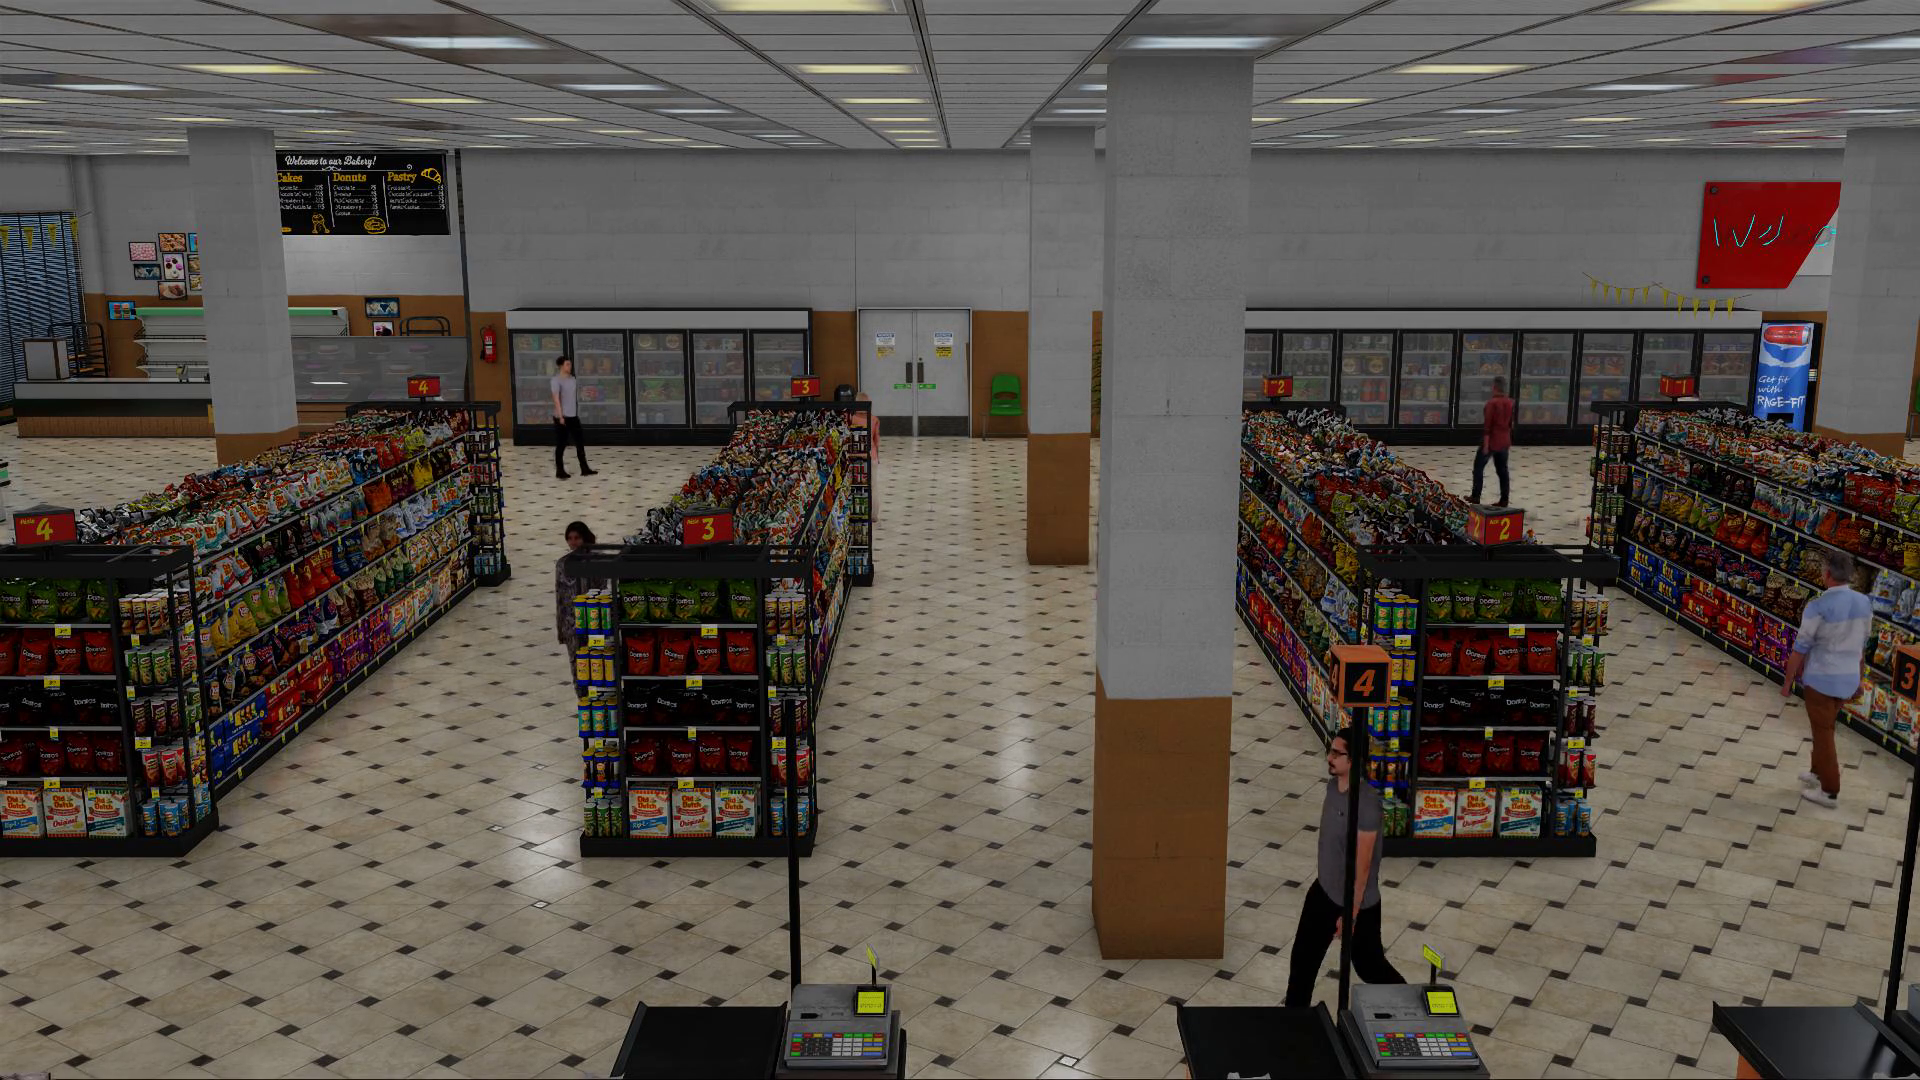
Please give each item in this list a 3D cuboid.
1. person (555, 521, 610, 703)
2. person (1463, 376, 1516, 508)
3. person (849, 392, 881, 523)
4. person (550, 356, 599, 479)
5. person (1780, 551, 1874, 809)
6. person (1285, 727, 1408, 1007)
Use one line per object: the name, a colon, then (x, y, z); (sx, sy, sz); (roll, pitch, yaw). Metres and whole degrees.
person: (-3.035, 0.679, 13.533); (0.570, 1.704, 0.702); (0, 12, 0)
person: (7.391, -1.307, 22.724); (0.946, 1.804, 1.081); (-5, 13, -24)
person: (-1.265, -1.091, 21.893); (0.654, 1.724, 0.613); (-4, 12, -16)
person: (-6.031, -1.849, 25.200); (1.031, 1.845, 1.015); (8, 14, 34)
person: (6.207, 1.006, 11.735); (0.810, 1.806, 0.864); (-4, 12, -16)
person: (2.000, 1.778, 8.250); (0.950, 1.731, 1.162); (-4, 13, -20)
